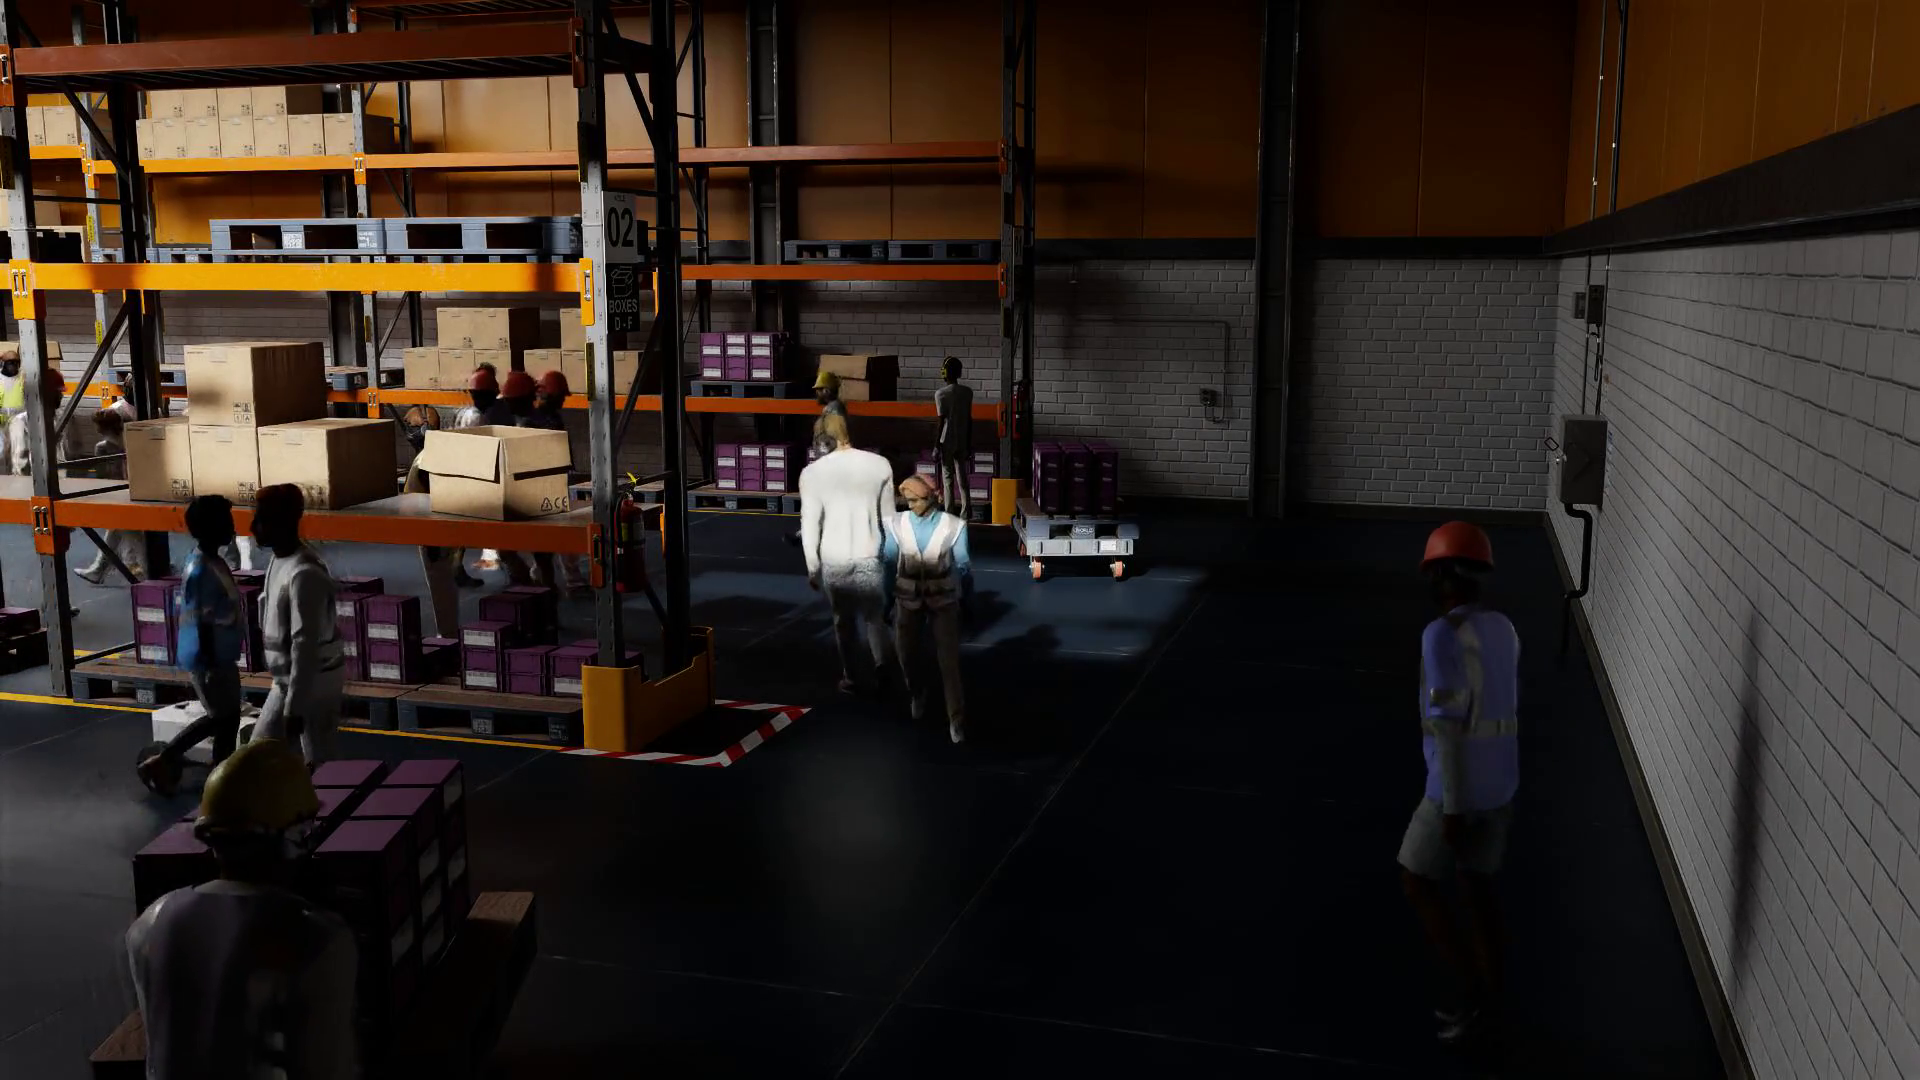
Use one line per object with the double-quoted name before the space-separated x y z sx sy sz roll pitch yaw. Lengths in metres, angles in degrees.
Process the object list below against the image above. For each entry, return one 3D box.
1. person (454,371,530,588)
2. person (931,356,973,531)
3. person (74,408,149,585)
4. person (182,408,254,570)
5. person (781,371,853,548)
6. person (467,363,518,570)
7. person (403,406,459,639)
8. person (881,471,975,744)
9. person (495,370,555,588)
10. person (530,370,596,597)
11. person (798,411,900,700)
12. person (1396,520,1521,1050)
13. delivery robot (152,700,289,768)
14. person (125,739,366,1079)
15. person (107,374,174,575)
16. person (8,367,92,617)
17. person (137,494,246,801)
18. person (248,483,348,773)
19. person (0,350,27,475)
"person" -4.105 -0.528 14.598 0.925 1.899 0.562 -4 10 -24
"person" -0.084 -1.007 17.633 0.508 1.872 0.329 -8 12 -41
"person" -7.374 -0.348 14.461 0.866 1.582 0.529 0 9 2
"person" -6.738 -0.612 15.133 0.612 1.895 0.479 1 9 3
"person" -1.290 -0.806 16.703 0.963 1.779 0.595 -1 9 -6
"person" -4.365 -0.679 15.499 0.421 1.925 0.655 3 10 17
"person" -3.757 -0.040 11.862 0.428 1.836 0.626 -2 10 -13
"person" -0.174 0.372 9.973 0.566 1.617 0.531 2 9 9
"person" -3.349 -0.299 12.829 0.469 2.021 0.666 2 9 9
"person" -3.399 -0.460 14.053 0.672 1.948 0.690 0 9 3
"person" -0.682 0.128 10.658 0.699 1.896 0.689 -3 10 -18
"person" 1.823 0.887 6.045 0.590 1.885 0.578 -8 12 -41
"delivery robot" -3.990 1.022 8.977 0.707 0.478 0.477 4 10 20
"person" -1.482 1.326 3.650 0.605 1.787 0.853 3 10 19
"person" -7.540 -0.610 15.315 0.430 1.841 0.624 3 10 18
"person" -7.208 -0.375 13.335 0.610 2.024 0.607 2 10 15
"person" -3.856 0.600 8.421 0.545 1.681 0.532 -3 10 -19
"person" -3.023 0.678 7.409 0.693 1.852 0.604 -7 11 -35
"person" -11.346 -1.360 19.923 0.647 1.826 0.433 -4 10 -23
